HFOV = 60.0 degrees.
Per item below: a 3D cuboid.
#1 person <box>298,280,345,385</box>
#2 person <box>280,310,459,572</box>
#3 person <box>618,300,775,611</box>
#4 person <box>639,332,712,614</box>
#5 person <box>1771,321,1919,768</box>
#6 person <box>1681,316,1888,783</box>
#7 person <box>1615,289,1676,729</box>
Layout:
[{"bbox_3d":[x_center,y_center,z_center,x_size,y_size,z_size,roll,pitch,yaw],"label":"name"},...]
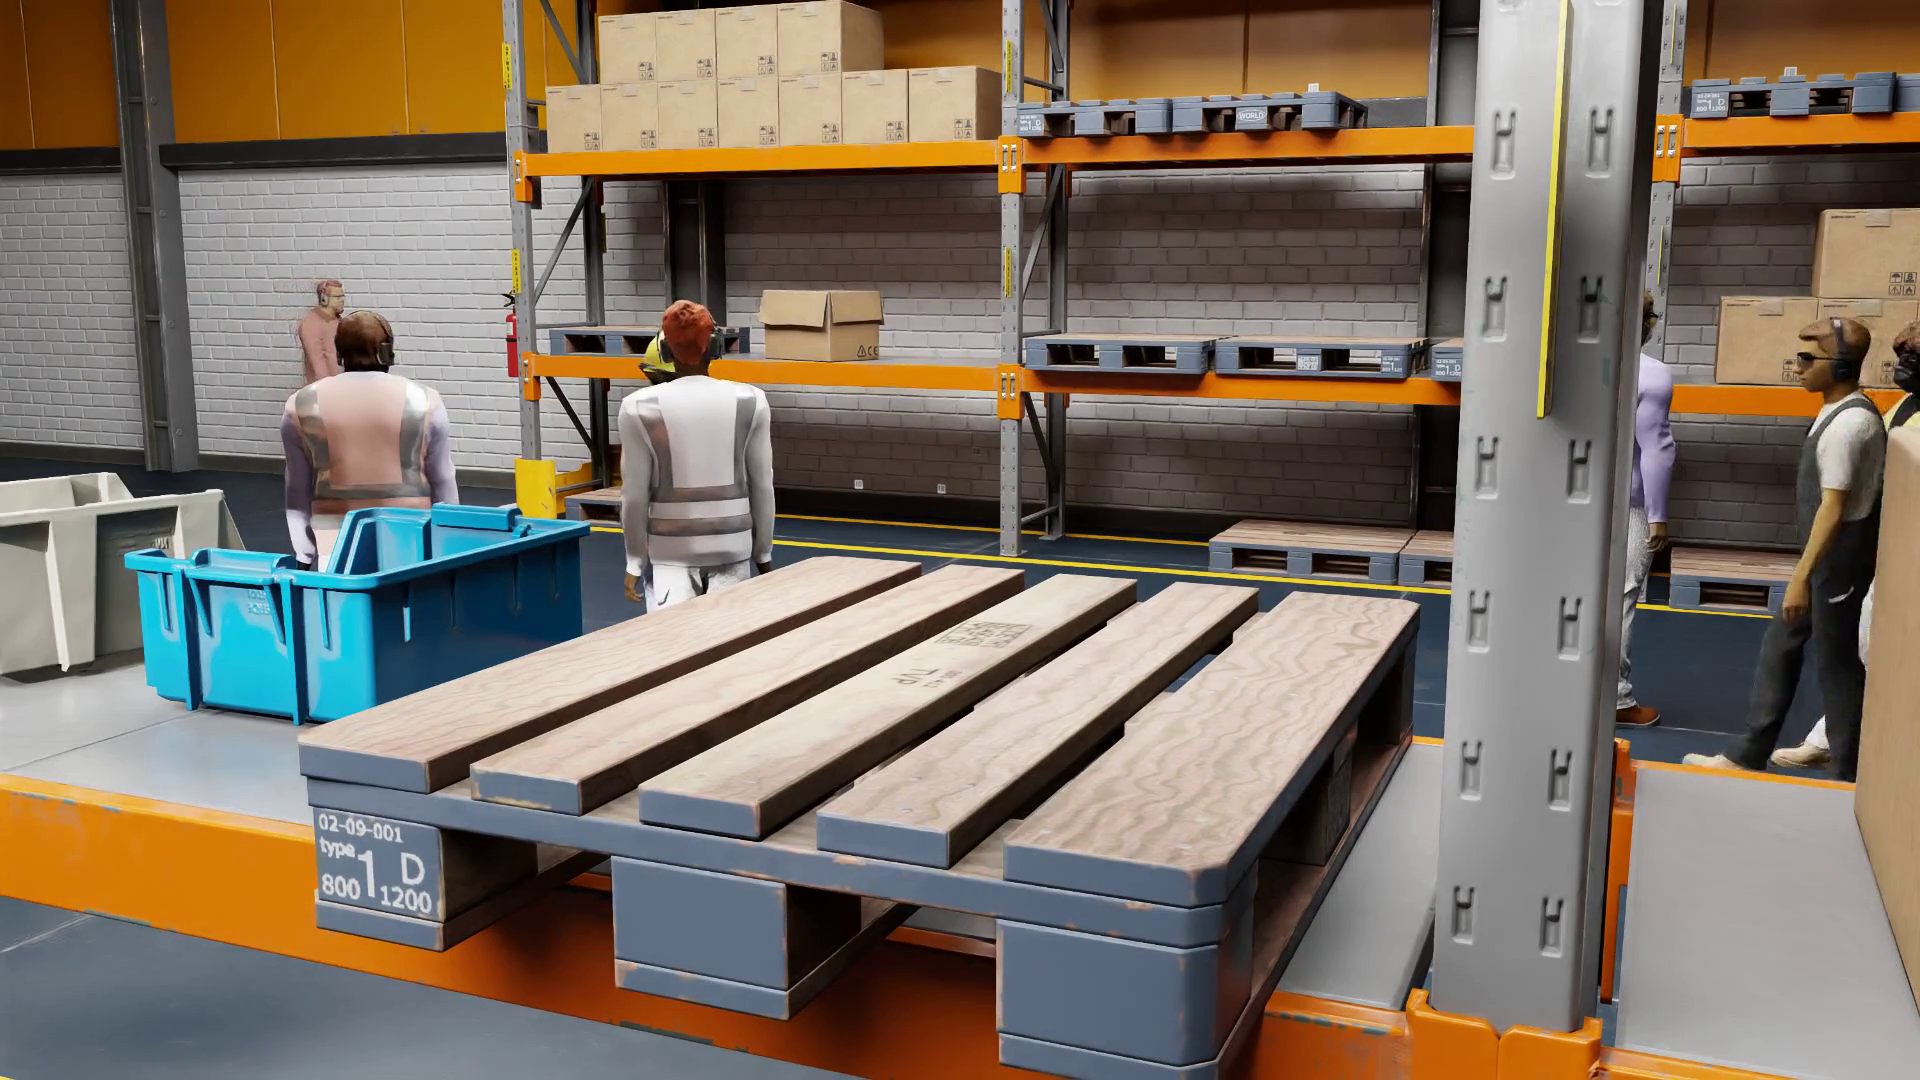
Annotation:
[{"bbox_3d":[-5.421,-1.315,14.479,0.680,1.892,0.654,2,10,14],"label":"person"},{"bbox_3d":[-2.278,0.030,6.495,0.632,1.840,0.429,-2,10,-13],"label":"person"},{"bbox_3d":[-0.967,0.059,6.182,0.572,1.886,0.353,-3,10,-19],"label":"person"},{"bbox_3d":[-1.091,0.067,6.487,0.306,1.772,0.525,-6,11,-31],"label":"person"},{"bbox_3d":[3.688,0.056,6.429,0.790,1.816,0.644,1,10,7],"label":"person"},{"bbox_3d":[3.042,0.099,6.107,0.716,1.826,0.546,4,10,22],"label":"person"},{"bbox_3d":[2.835,-0.148,7.265,0.355,1.938,0.637,-4,10,-25],"label":"person"}]
